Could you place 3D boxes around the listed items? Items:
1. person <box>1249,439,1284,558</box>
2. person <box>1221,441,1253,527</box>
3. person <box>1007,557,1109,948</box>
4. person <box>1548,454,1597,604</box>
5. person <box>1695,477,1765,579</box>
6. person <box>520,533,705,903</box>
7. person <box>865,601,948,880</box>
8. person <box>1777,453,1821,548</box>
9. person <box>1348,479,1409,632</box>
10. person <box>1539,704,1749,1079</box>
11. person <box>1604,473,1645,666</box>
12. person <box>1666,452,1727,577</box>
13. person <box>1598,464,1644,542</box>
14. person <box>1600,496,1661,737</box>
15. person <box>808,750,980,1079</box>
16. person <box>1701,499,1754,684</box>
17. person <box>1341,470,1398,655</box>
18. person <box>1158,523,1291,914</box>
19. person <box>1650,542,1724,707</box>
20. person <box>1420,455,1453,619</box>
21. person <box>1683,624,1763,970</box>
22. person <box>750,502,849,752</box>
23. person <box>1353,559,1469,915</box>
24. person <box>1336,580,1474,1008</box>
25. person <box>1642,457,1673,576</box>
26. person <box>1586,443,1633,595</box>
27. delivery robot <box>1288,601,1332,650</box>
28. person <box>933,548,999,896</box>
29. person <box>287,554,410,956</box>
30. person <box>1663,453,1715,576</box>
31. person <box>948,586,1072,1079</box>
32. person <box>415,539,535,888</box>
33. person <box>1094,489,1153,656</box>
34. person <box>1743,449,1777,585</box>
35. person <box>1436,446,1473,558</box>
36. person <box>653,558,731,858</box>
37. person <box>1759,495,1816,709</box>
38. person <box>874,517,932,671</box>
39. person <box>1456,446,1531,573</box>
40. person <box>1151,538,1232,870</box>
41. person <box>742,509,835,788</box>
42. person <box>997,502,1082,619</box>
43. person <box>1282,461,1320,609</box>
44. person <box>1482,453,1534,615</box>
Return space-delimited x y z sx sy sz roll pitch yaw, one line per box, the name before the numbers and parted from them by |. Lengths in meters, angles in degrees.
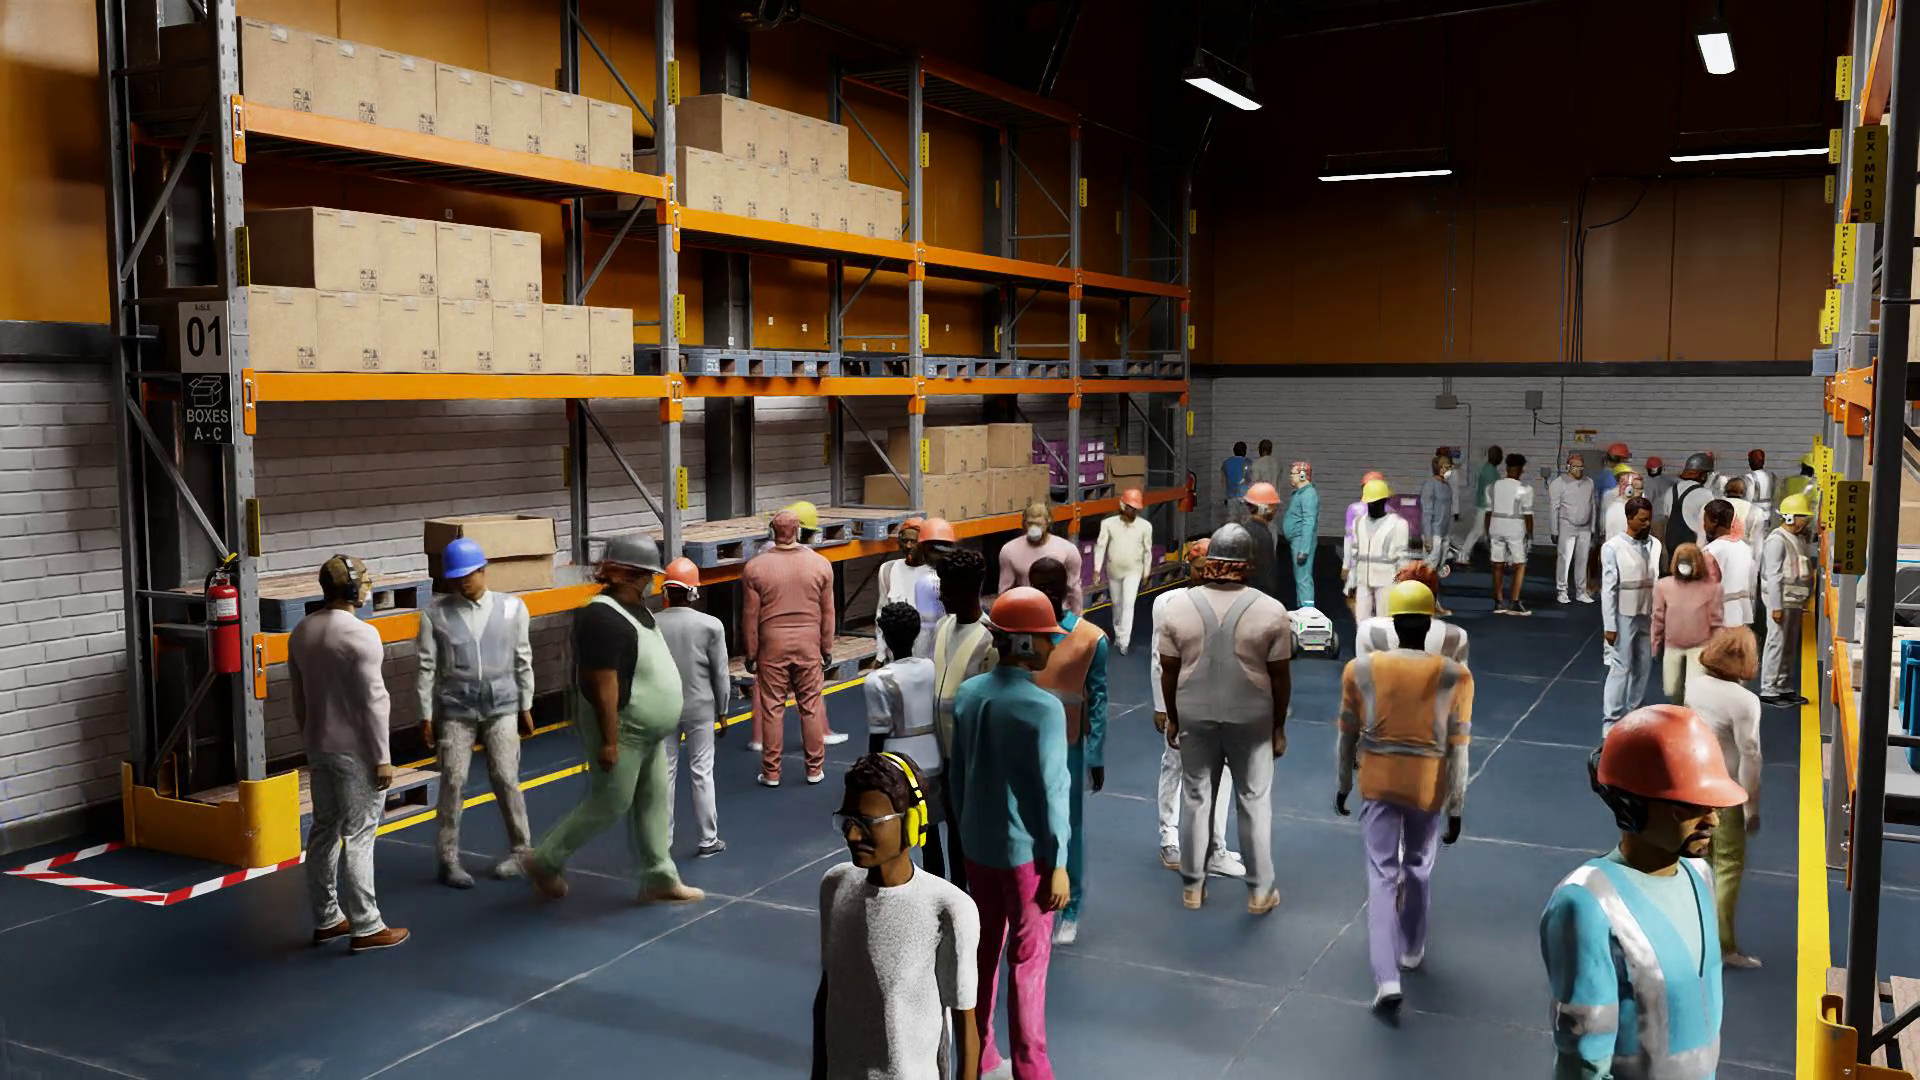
person | 4.710 -0.590 25.651 0.630 1.934 0.368 -4 6 -34
person | 4.564 -0.685 27.093 0.625 1.846 0.429 4 7 39
person | 0.441 1.048 8.265 0.620 1.929 0.526 2 6 25
person | 7.732 -0.136 20.954 0.647 1.895 0.403 -1 6 -16
person | 7.928 0.255 17.151 0.653 1.811 0.463 3 6 27
person | -1.832 0.925 8.723 0.878 2.000 0.698 0 5 5
person | -0.269 1.145 8.188 0.321 1.696 0.530 5 7 45
person | 10.910 -0.197 21.678 0.571 1.883 0.612 -3 6 -27
person | 3.894 0.372 15.435 0.652 1.898 0.592 -5 7 -41
person | 1.567 1.382 3.796 0.608 2.044 0.377 -5 7 -43
person | 6.520 0.296 16.291 0.399 1.900 0.635 2 6 18
person | 10.213 -0.286 22.859 1.005 1.824 0.608 -2 6 -21
person | 8.485 -0.108 21.394 0.544 1.741 0.580 0 5 -2
person | 5.173 0.611 12.848 0.598 1.906 0.404 -3 6 -30
person | -0.191 1.439 4.106 0.509 1.872 0.328 4 6 34
person | 5.701 0.649 12.437 0.597 1.907 0.405 -5 7 -42
person | 4.136 0.256 16.723 0.607 1.890 0.689 -1 5 -10
person | 1.406 0.922 8.754 0.684 2.000 0.536 2 6 20
person | 5.421 0.800 12.371 0.506 1.609 0.625 4 7 36
person | 5.644 -0.045 19.711 0.354 1.936 0.635 4 7 37
person | 3.611 1.206 7.893 0.288 1.630 0.506 -1 5 -10
person | -1.261 0.657 12.539 0.676 1.878 0.651 3 6 28
person | 2.284 1.031 8.486 0.594 1.869 0.564 1 5 8
person | 1.993 1.122 7.517 0.607 1.880 0.988 2 6 18
person | 9.997 -0.345 24.096 0.571 1.710 0.839 -4 7 -38
person | 8.586 -0.258 21.610 0.911 2.002 0.615 1 5 8
delivery robot | 3.534 0.859 16.839 0.477 0.478 0.707 0 5 0
person | 0.039 1.012 8.209 0.373 1.960 0.601 -4 7 -37
person | -2.990 1.034 8.096 0.627 1.940 0.371 4 6 33
person | 7.990 0.056 18.078 0.535 2.000 0.684 -2 6 -17
person | 0.210 1.170 6.346 0.391 1.991 0.612 -4 7 -38
person | -2.675 0.946 9.190 0.642 1.918 0.431 -2 6 -19
person | 1.699 0.310 17.212 0.573 1.697 0.939 1 5 12
person | 10.881 -0.300 22.730 0.573 1.887 0.356 -3 6 -27
person | 7.353 -0.499 25.107 0.933 1.850 0.576 -1 5 -10
person | -1.609 0.977 9.687 0.560 1.752 0.324 0 5 3
person | 7.085 0.522 14.233 0.595 1.827 0.403 -5 7 -43
person | -0.300 0.784 11.158 0.579 1.878 0.359 2 6 24
person | 7.808 -0.444 24.401 1.067 1.865 0.683 2 6 23
person | 1.358 0.927 9.522 0.572 1.886 0.353 -2 6 -22
person | -1.177 0.742 11.409 0.642 1.909 0.410 -1 5 -14
person | 0.620 0.635 12.830 0.651 1.881 0.864 2 6 18
person | 3.803 0.074 18.601 0.409 1.907 0.651 1 5 6
person | 6.572 -0.078 19.967 0.658 1.956 0.384 5 7 43
